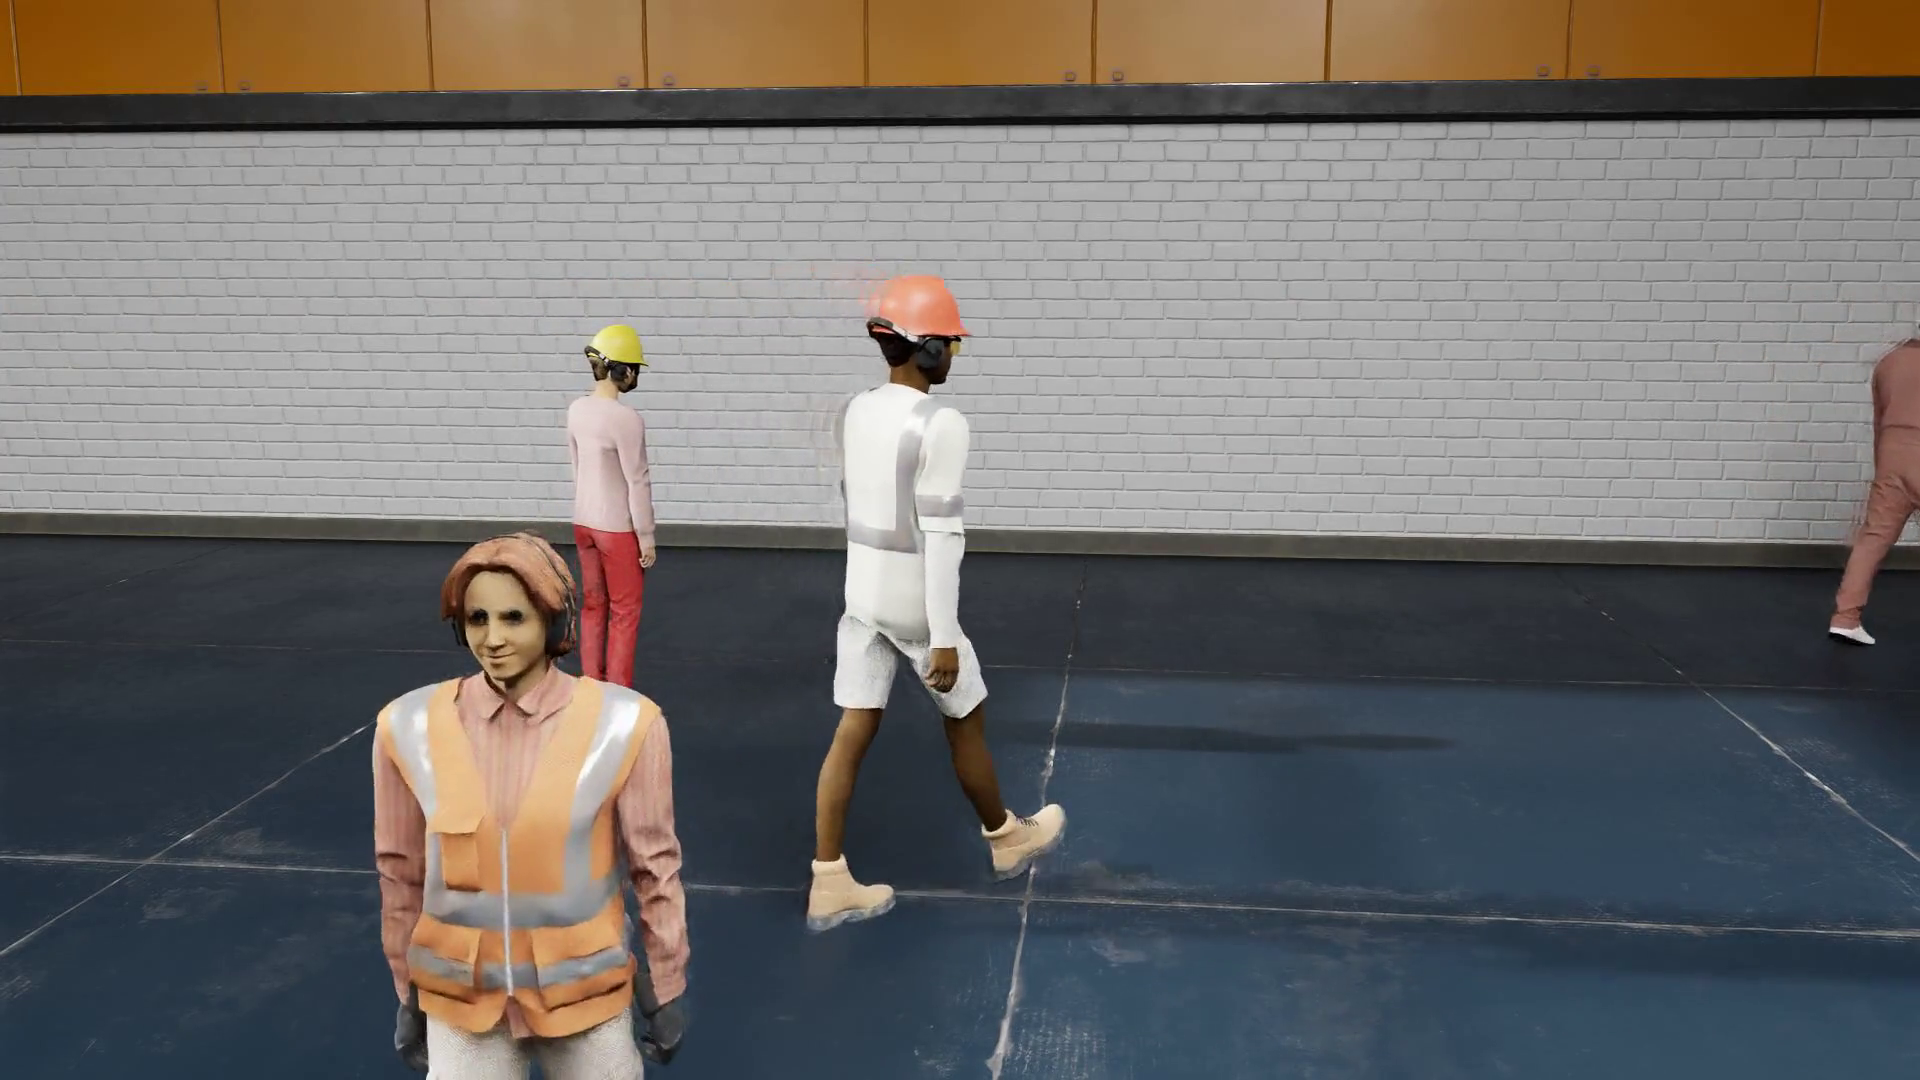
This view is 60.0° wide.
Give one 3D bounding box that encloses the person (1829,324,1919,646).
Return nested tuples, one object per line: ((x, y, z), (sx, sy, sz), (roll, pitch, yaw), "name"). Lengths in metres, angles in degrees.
((5.023, -0.352, 8.688), (1.055, 1.854, 0.657), (-3, 10, -19), "person")

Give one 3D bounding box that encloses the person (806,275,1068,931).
((-0.100, 0.179, 5.223), (1.022, 1.987, 0.633), (-9, 13, -40), "person")

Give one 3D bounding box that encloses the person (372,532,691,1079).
((-0.727, 0.771, 2.911), (0.521, 1.620, 0.677), (0, 10, -2), "person")

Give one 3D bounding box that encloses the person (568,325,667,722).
((-1.489, -0.049, 7.214), (0.525, 1.754, 0.331), (10, 14, 44), "person")
